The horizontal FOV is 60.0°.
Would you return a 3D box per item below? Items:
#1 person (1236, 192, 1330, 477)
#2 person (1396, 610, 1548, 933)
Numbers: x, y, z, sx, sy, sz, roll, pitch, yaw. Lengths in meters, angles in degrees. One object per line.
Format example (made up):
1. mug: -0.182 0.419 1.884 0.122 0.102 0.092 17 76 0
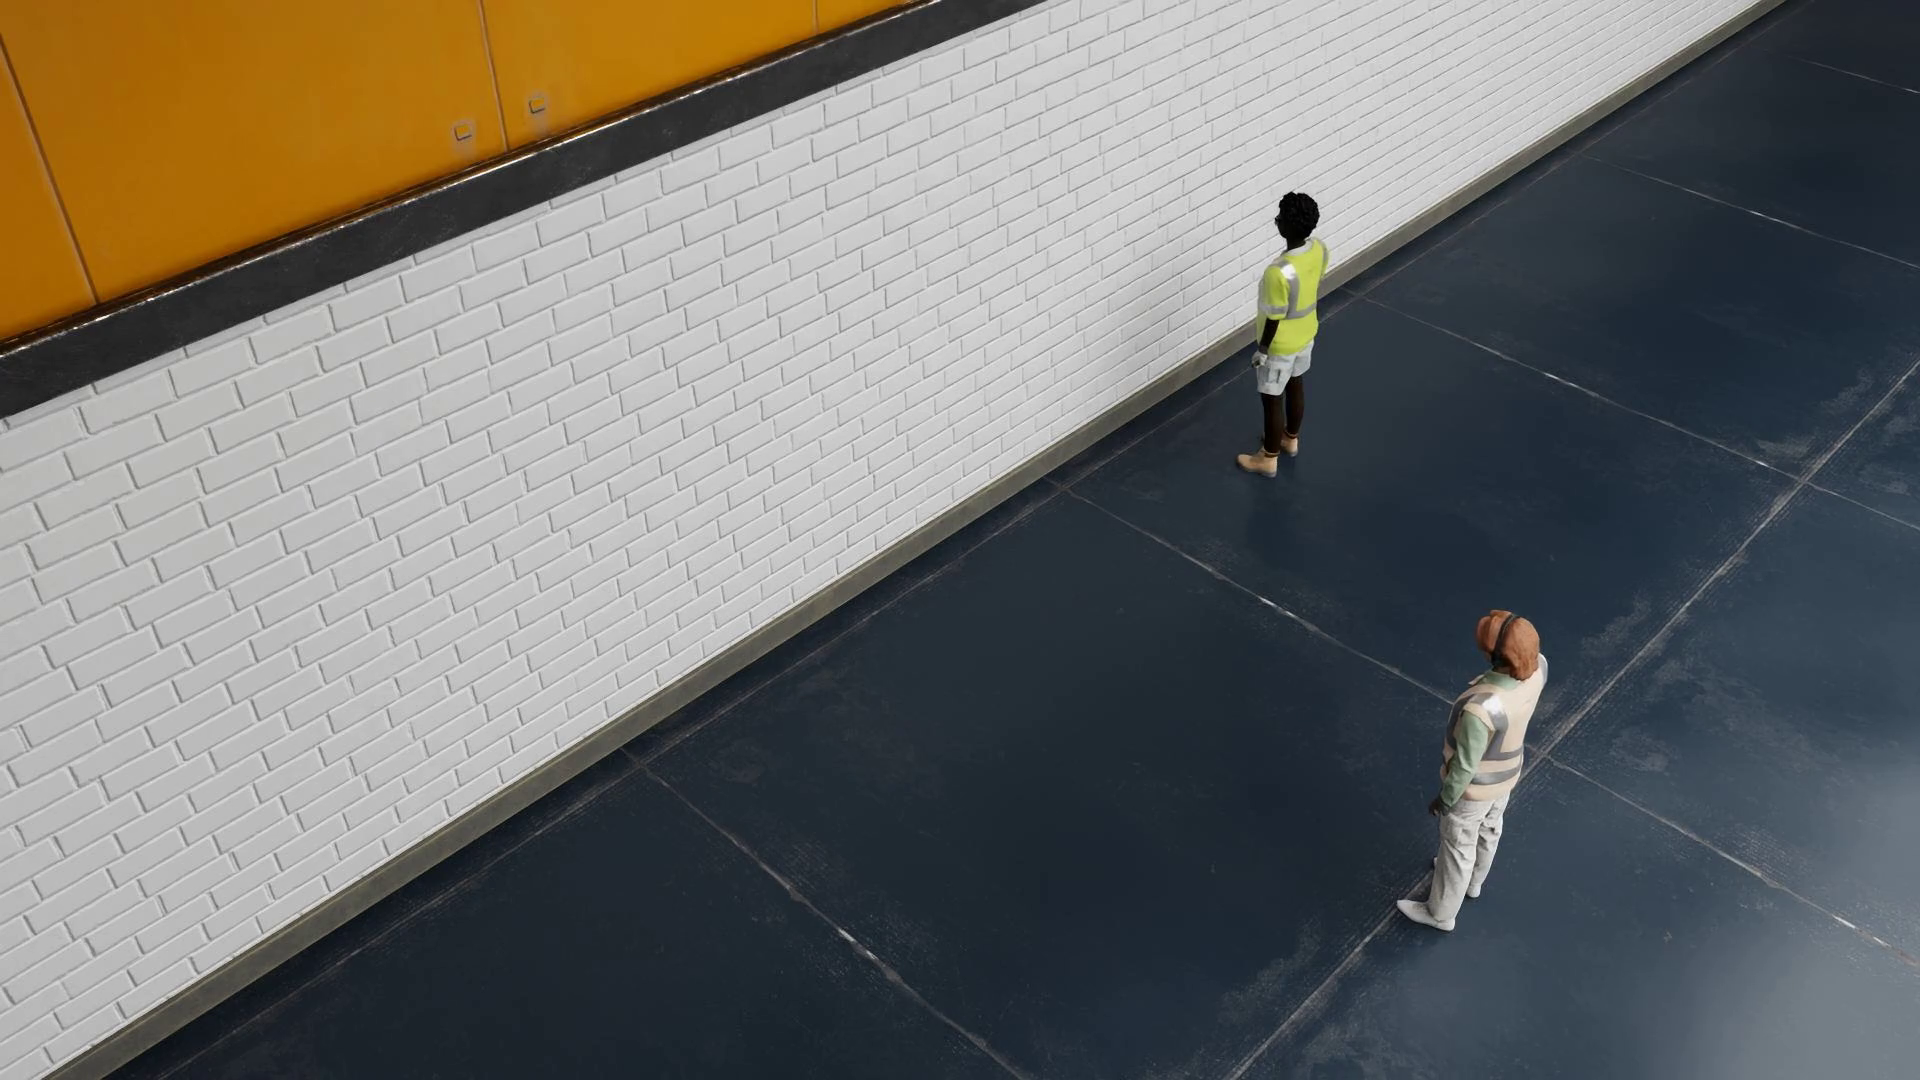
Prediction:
1. person: 1.786 -1.126 9.182 0.318 1.695 0.538 27 46 30
2. person: 2.071 0.936 6.651 0.308 1.639 0.514 31 48 33
